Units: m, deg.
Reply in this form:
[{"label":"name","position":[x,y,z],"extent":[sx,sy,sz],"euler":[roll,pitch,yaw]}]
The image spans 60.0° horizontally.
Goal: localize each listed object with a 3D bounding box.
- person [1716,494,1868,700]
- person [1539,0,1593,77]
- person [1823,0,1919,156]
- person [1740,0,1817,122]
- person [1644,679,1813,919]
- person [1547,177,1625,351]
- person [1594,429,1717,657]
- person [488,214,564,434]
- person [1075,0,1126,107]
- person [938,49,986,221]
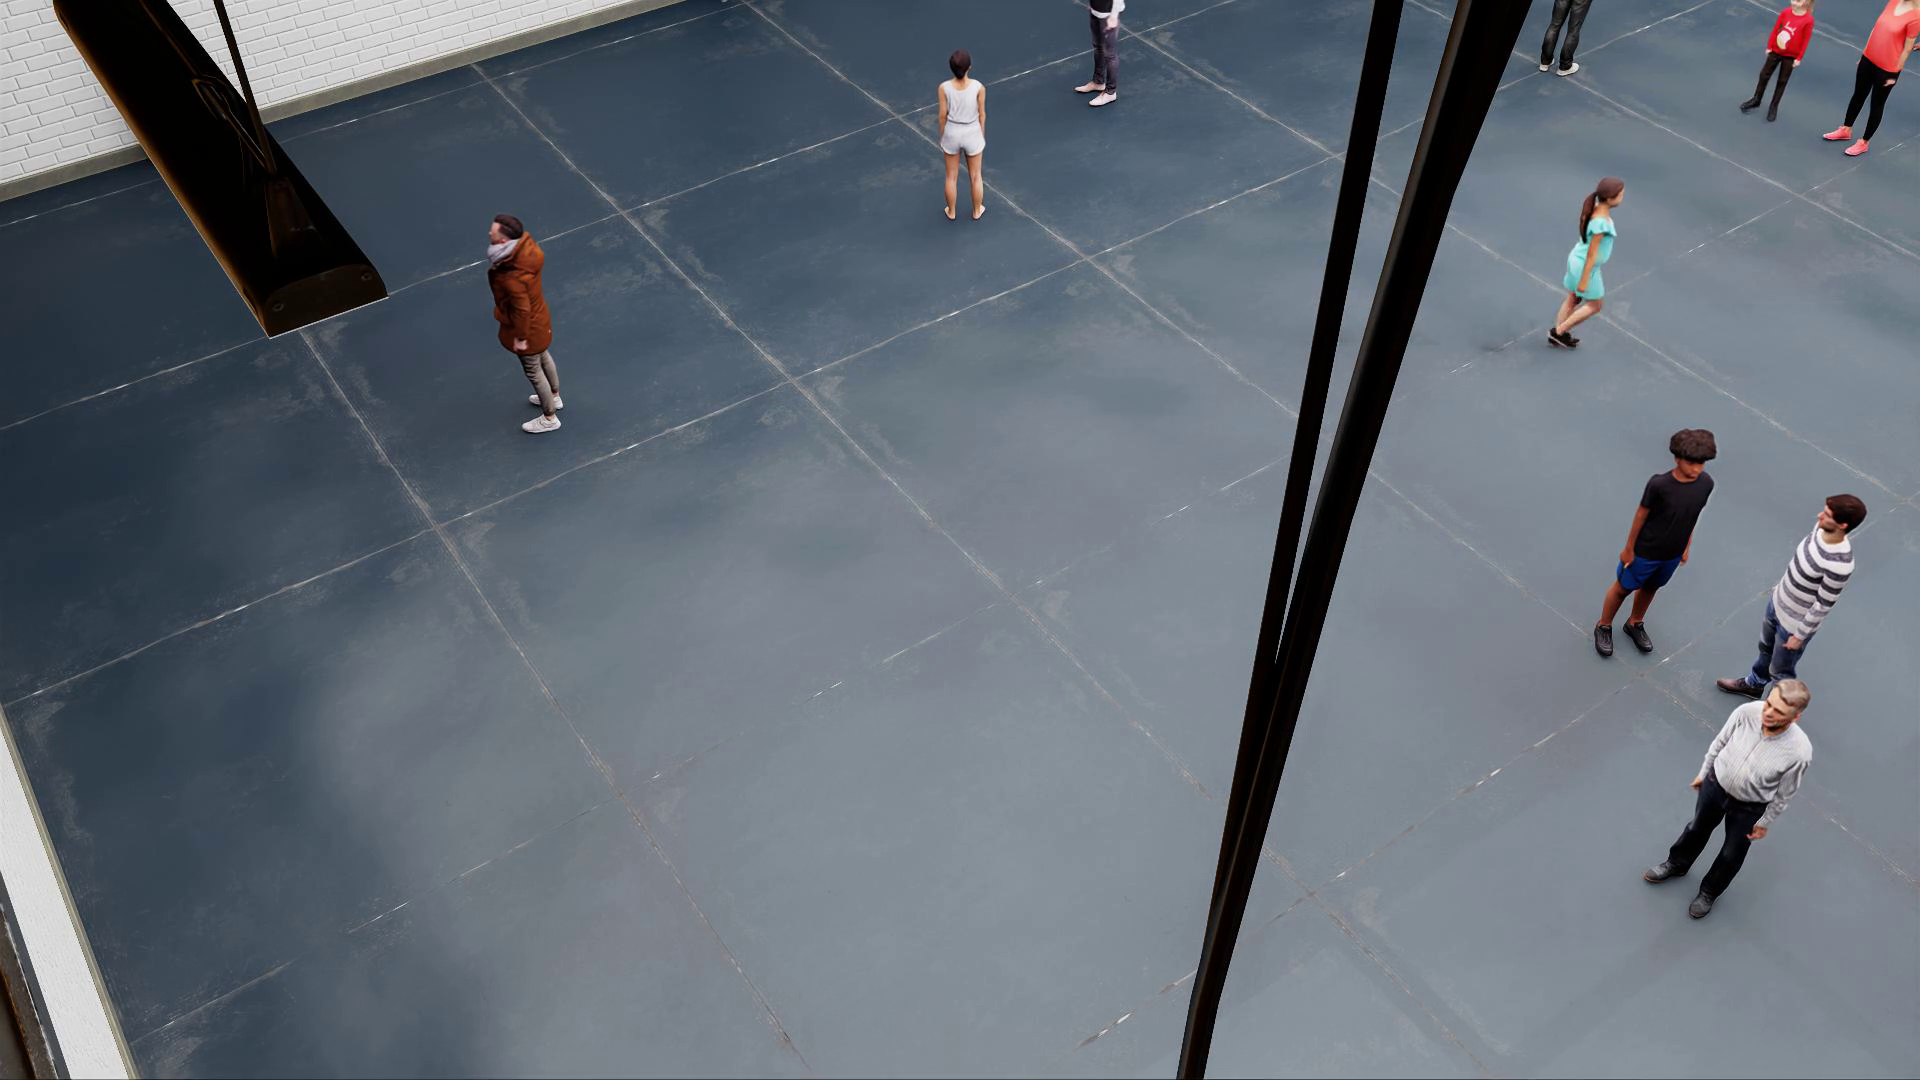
[{"label":"person","position":[5.132,0.430,10.173],"extent":[0.761,1.855,0.713],"euler":[5,44,5]},{"label":"person","position":[6.086,-5.482,16.411],"extent":[0.714,1.811,0.625],"euler":[31,51,28]},{"label":"person","position":[8.517,-4.390,15.349],"extent":[0.619,1.694,0.651],"euler":[-13,45,-13]},{"label":"person","position":[7.924,-4.688,15.963],"extent":[0.572,1.280,0.556],"euler":[28,50,26]},{"label":"person","position":[4.307,1.397,9.183],"extent":[0.547,1.820,0.637],"euler":[-25,49,-24]},{"label":"person","position":[4.864,-2.161,13.113],"extent":[0.728,1.552,0.673],"euler":[5,44,5]},{"label":"person","position":[4.467,0.004,10.661],"extent":[0.665,1.799,0.758],"euler":[-4,44,-4]},{"label":"person","position":[-3.207,-1.621,12.337],"extent":[0.891,1.839,0.850],"euler":[0,44,0]},{"label":"person","position":[1.398,-5.082,15.983],"extent":[0.682,1.823,0.745],"euler":[-15,46,-15]},{"label":"person","position":[0.018,-3.521,14.505],"extent":[0.655,1.601,0.731],"euler":[2,44,2]}]
